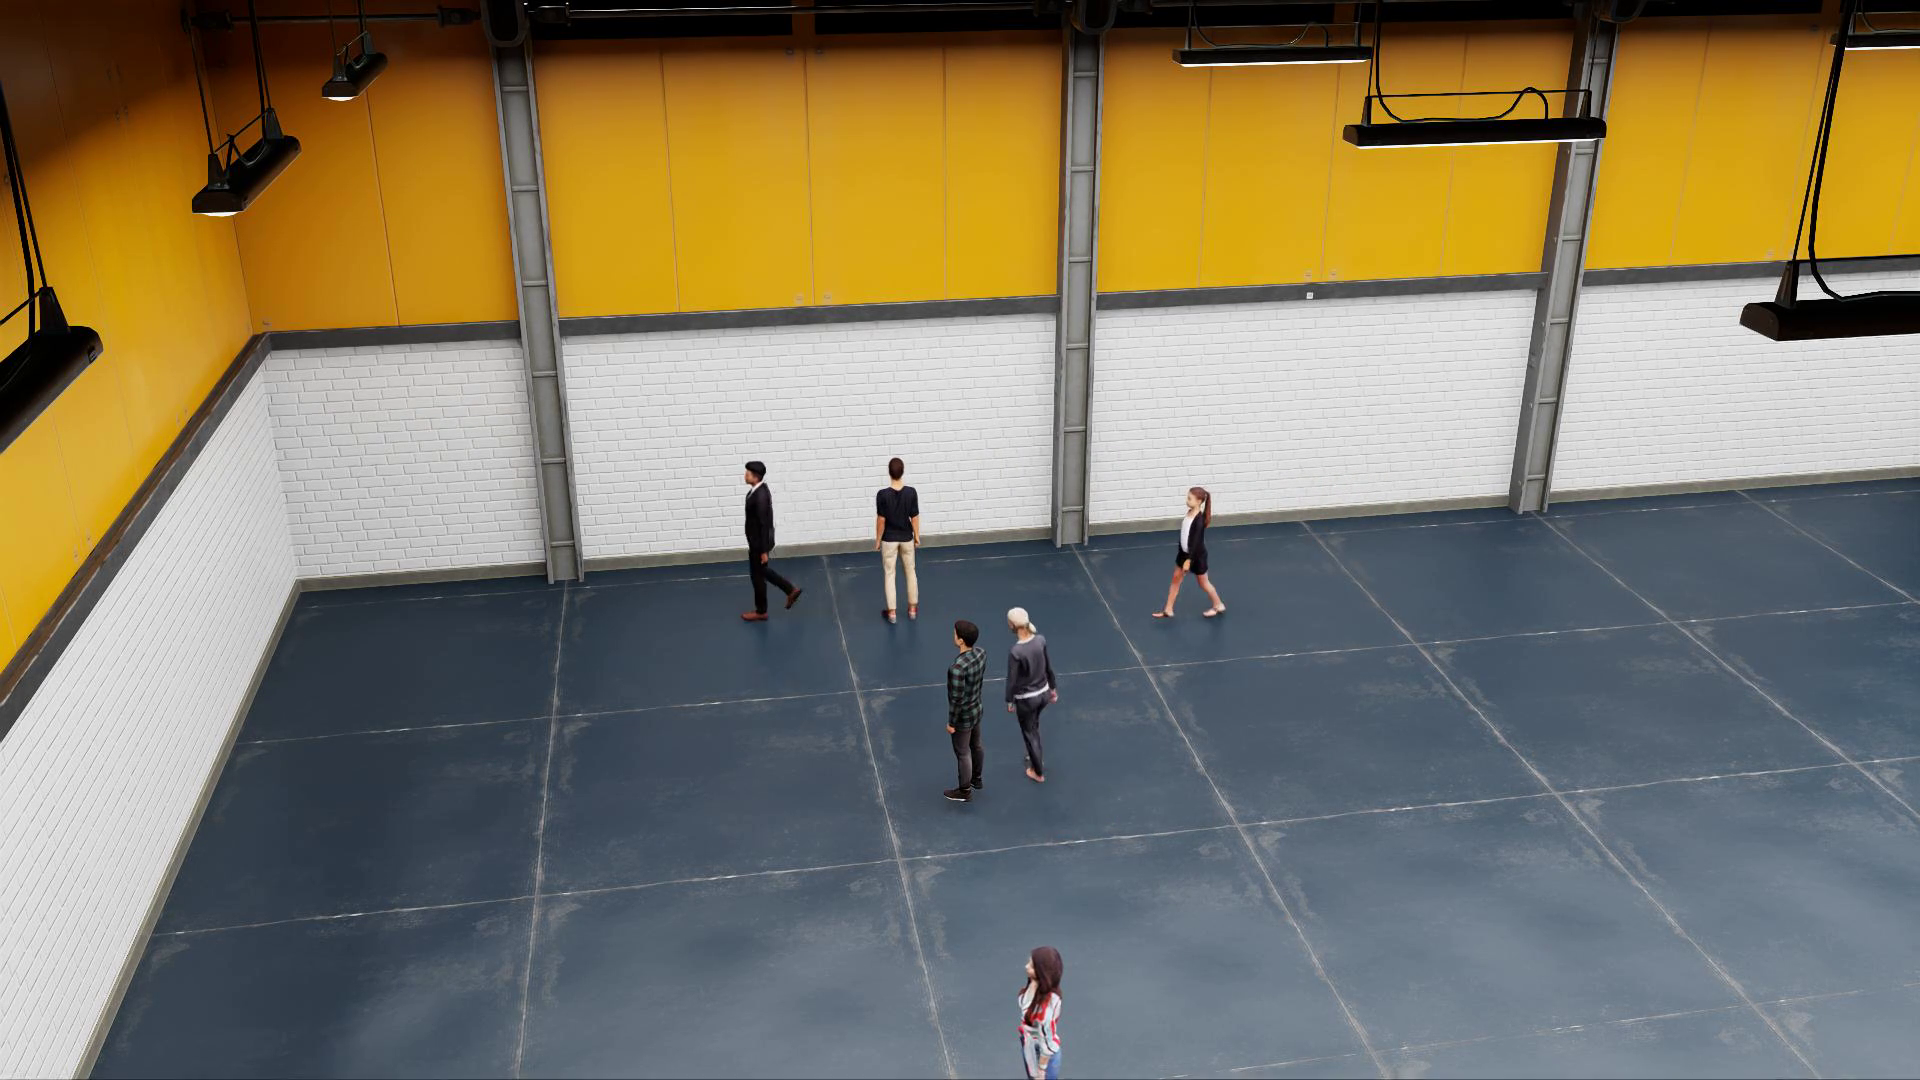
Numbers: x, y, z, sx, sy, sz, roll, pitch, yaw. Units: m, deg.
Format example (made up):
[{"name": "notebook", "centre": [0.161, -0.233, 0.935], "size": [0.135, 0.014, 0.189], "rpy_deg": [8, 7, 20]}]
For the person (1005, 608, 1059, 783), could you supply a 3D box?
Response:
[{"name": "person", "centre": [0.685, 1.421, 14.928], "size": [0.740, 1.703, 0.830], "rpy_deg": [-15, 28, -30]}]

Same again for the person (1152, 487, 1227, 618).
[{"name": "person", "centre": [2.606, 0.166, 18.023], "size": [1.075, 1.525, 0.625], "rpy_deg": [-7, 25, -16]}]

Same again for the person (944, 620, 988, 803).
[{"name": "person", "centre": [0.054, 1.466, 14.513], "size": [0.749, 1.715, 0.741], "rpy_deg": [12, 27, 26]}]

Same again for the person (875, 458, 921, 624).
[{"name": "person", "centre": [-0.672, 0.000, 17.992], "size": [0.505, 1.854, 0.735], "rpy_deg": [-7, 25, -16]}]

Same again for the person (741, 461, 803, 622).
[{"name": "person", "centre": [-2.054, 0.005, 17.964], "size": [0.930, 1.866, 0.759], "rpy_deg": [-2, 24, -4]}]

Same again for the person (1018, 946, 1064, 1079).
[{"name": "person", "centre": [0.533, 3.298, 10.747], "size": [0.495, 1.614, 0.580], "rpy_deg": [-4, 24, -9]}]
